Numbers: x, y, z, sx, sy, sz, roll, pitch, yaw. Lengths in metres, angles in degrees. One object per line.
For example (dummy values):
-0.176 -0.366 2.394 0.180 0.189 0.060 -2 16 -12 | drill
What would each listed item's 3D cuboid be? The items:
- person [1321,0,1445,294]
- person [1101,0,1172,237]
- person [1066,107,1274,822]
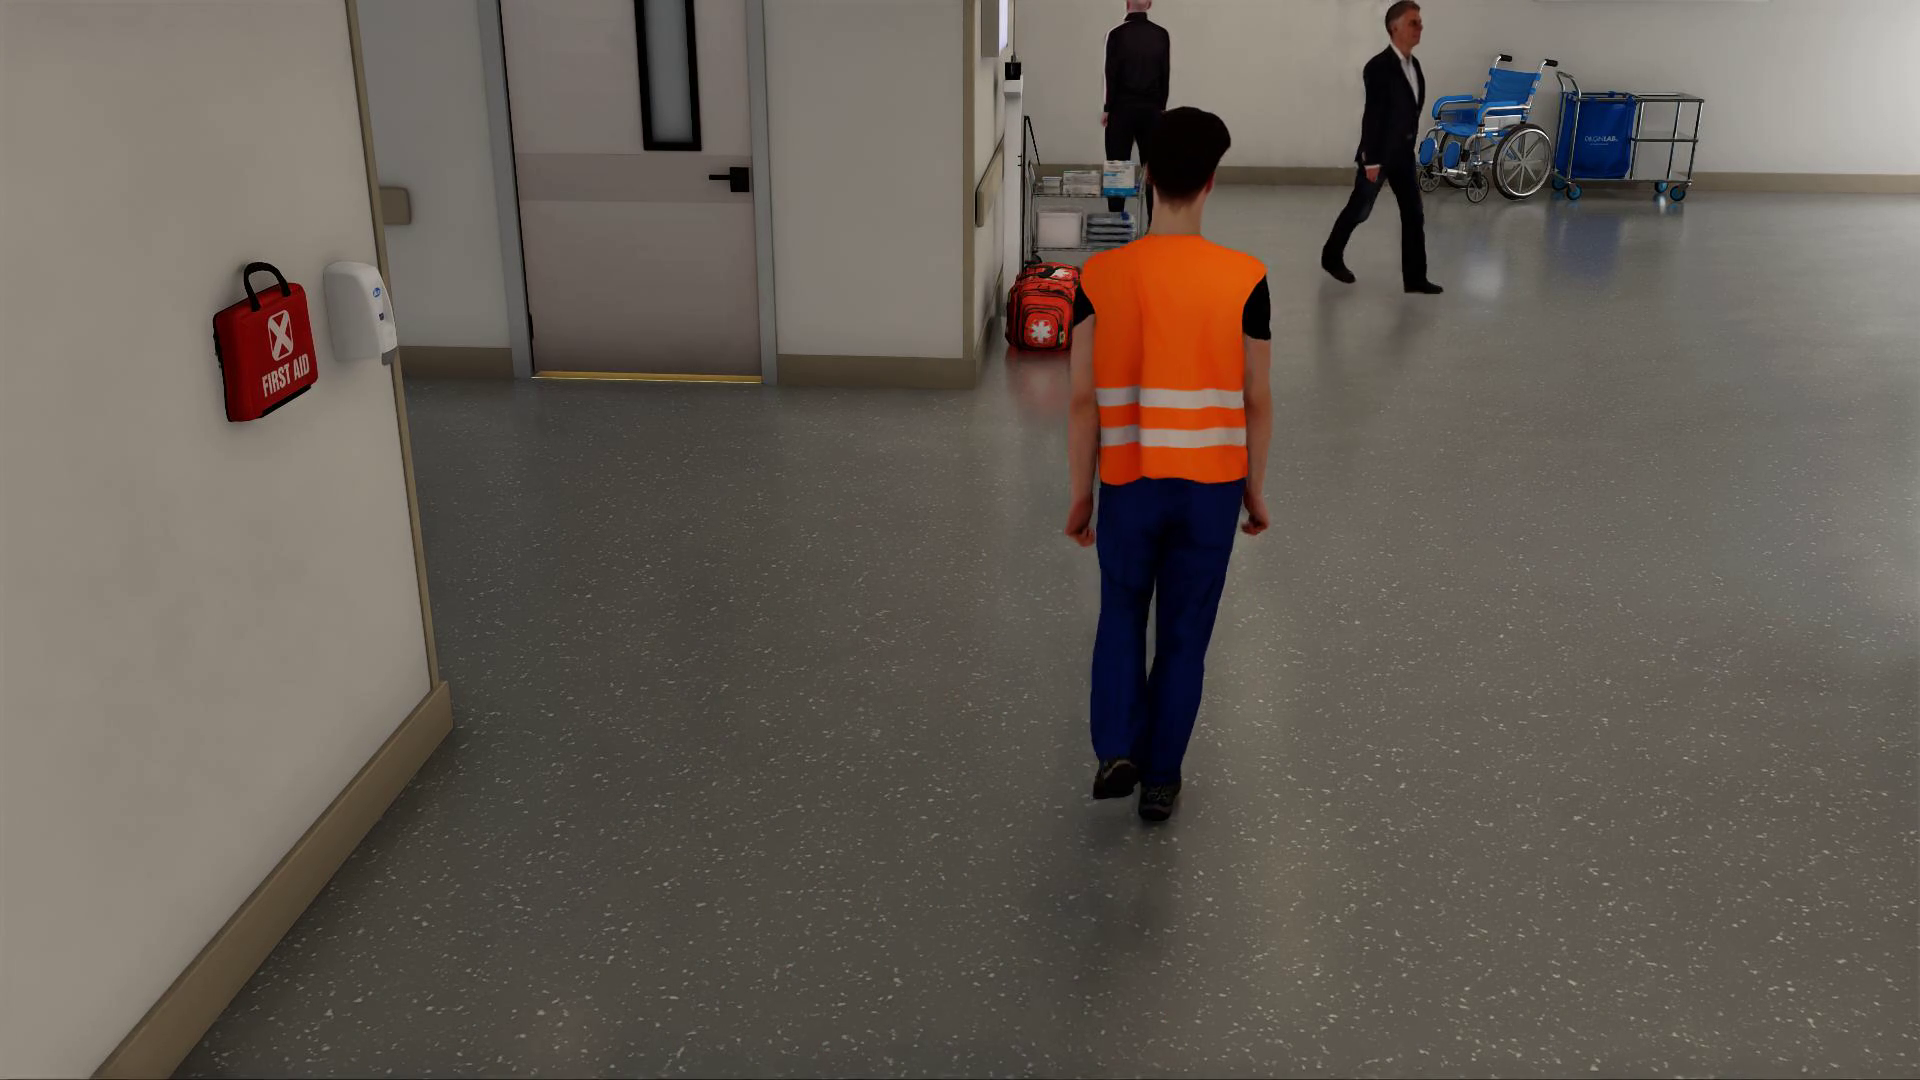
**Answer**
2.651 -2.467 10.577 1.183 1.775 1.272 -15 26 -35 | person
1.280 -3.086 12.123 0.739 1.837 0.699 -5 21 -14 | person
0.523 -0.109 4.212 0.723 1.874 0.782 4 21 12 | person
